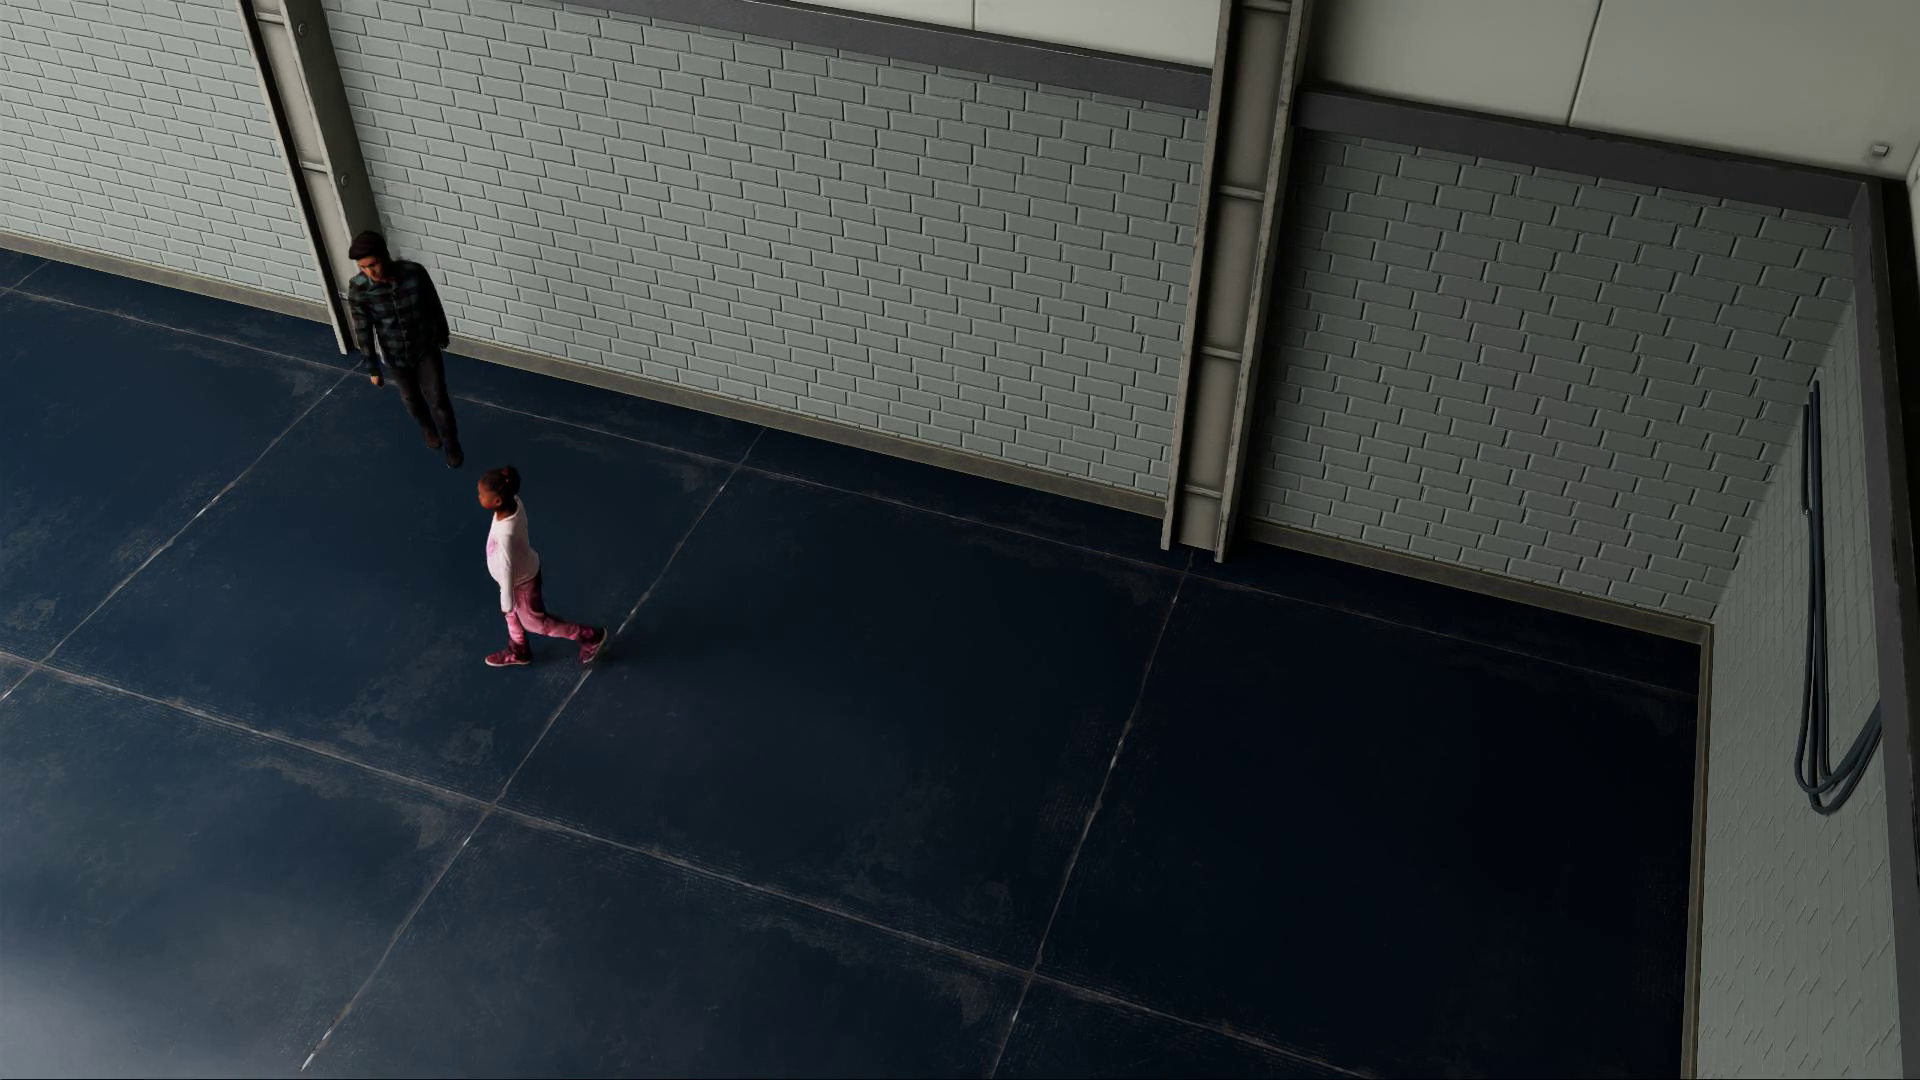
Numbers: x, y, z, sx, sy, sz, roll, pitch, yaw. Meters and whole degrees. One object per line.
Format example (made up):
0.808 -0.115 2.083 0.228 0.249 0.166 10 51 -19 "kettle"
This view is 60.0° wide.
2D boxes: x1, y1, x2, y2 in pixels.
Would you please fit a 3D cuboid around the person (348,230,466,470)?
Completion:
-3.284 -1.222 9.942 0.919 1.686 0.950 -19 45 -20 "person"

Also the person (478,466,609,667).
-2.333 0.180 9.072 1.010 1.428 0.851 -8 43 -9 "person"
